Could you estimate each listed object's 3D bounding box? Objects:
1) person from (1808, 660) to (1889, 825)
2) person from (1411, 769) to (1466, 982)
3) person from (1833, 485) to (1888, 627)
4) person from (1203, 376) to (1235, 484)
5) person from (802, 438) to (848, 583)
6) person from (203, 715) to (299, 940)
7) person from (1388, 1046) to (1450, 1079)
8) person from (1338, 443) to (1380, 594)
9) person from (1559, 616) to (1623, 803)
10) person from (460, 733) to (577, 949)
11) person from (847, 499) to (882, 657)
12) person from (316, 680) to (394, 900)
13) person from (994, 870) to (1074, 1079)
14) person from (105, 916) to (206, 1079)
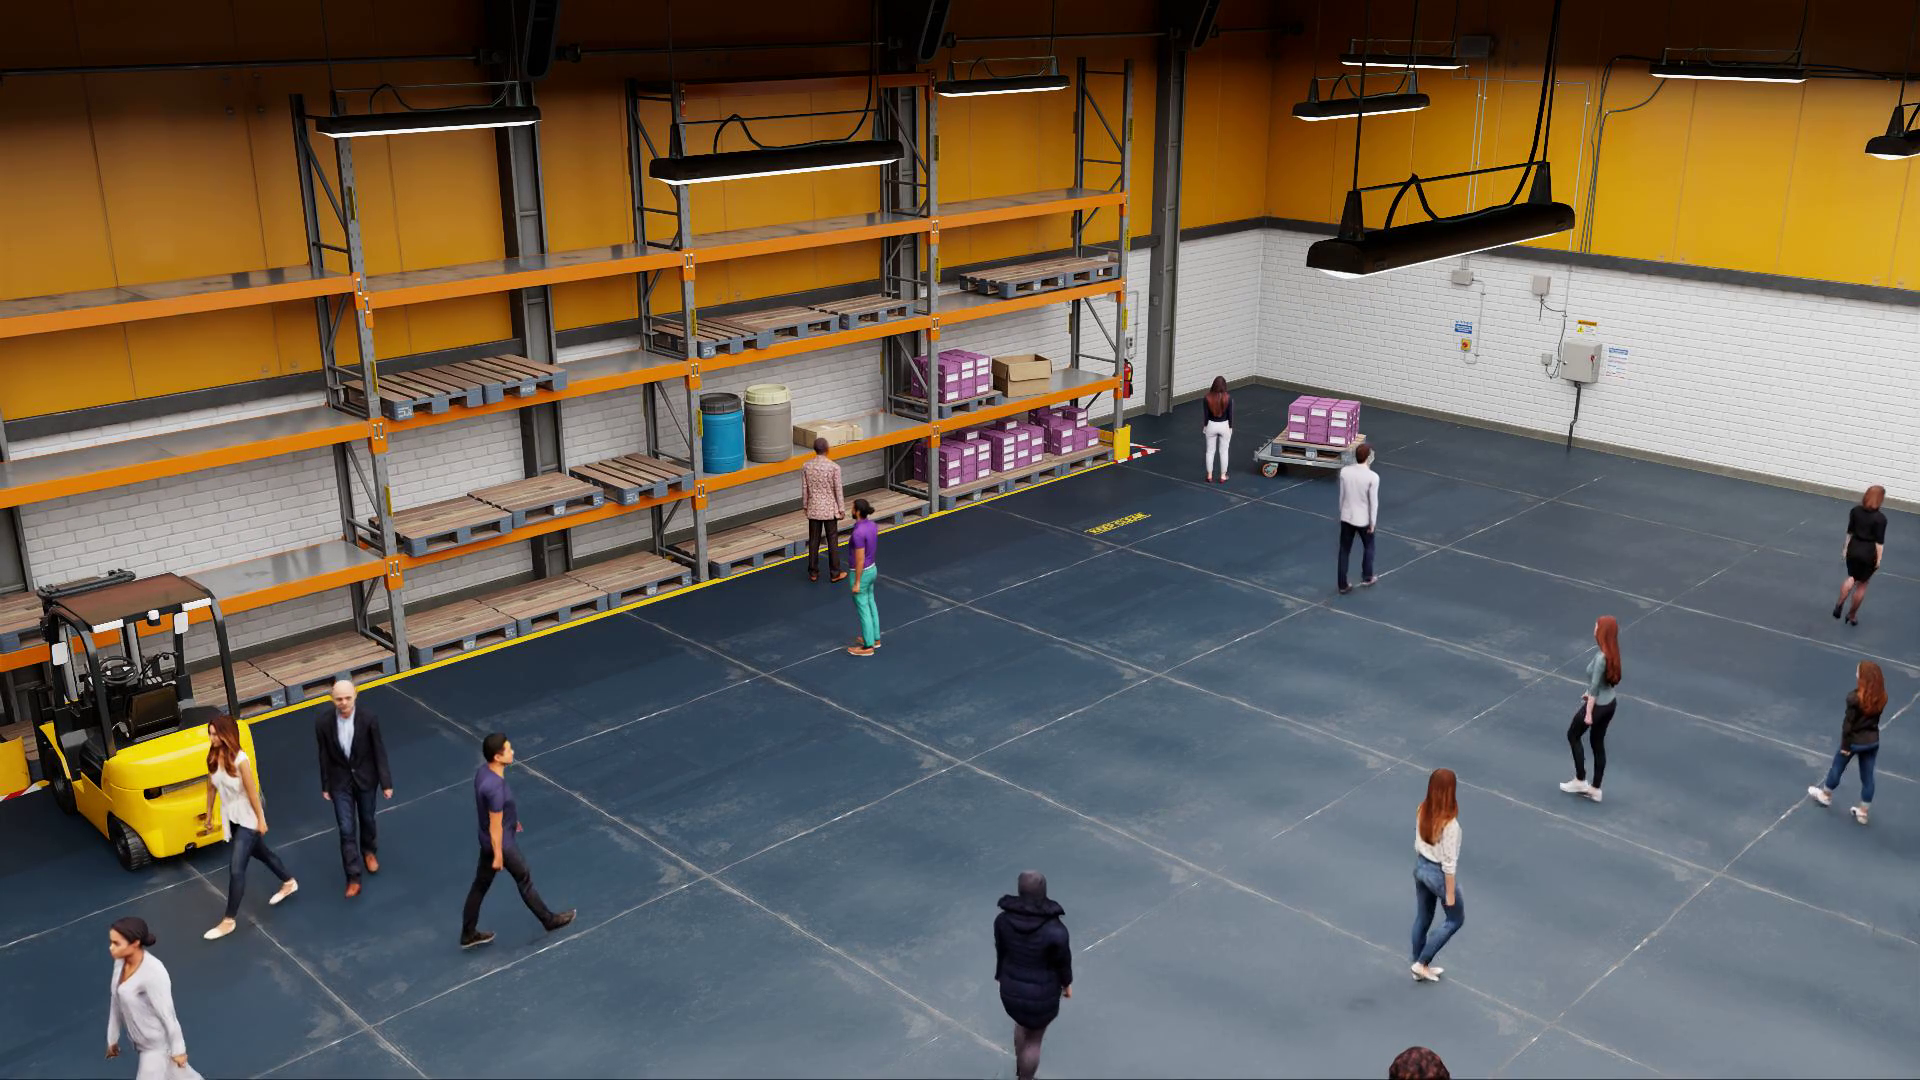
[{"bbox_3d":[7.955,1.792,14.587,0.862,1.458,0.889,-2,19,-7],"label":"person"},{"bbox_3d":[3.404,2.479,12.131,0.709,1.723,0.684,-8,20,-23],"label":"person"},{"bbox_3d":[10.216,0.200,18.944,0.777,1.694,0.702,-9,21,-26],"label":"person"},{"bbox_3d":[3.811,-1.639,24.539,0.687,1.608,0.710,4,19,12],"label":"person"},{"bbox_3d":[-1.690,-0.376,20.475,0.782,1.808,0.769,5,19,15],"label":"person"},{"bbox_3d":[-5.542,2.172,13.029,0.770,1.732,1.158,12,22,31],"label":"person"},{"bbox_3d":[2.388,3.505,8.984,0.664,1.788,0.698,4,19,12],"label":"person"},{"bbox_3d":[4.732,-0.237,20.028,0.775,1.831,0.928,12,22,31],"label":"person"},{"bbox_3d":[5.809,1.541,14.917,0.625,1.723,0.536,16,25,40],"label":"person"},{"bbox_3d":[-3.589,2.309,12.608,1.195,1.741,0.892,-9,21,-26],"label":"person"},{"bbox_3d":[-1.053,0.390,18.265,0.767,1.767,0.639,5,19,16],"label":"person"},{"bbox_3d":[-4.958,1.957,13.622,1.114,1.761,1.032,-7,20,-19],"label":"person"},{"bbox_3d":[0.428,2.949,10.831,0.737,1.662,0.759,11,21,29],"label":"person"},{"bbox_3d":[-4.953,3.089,10.381,0.746,1.685,1.190,14,23,36],"label":"person"}]
